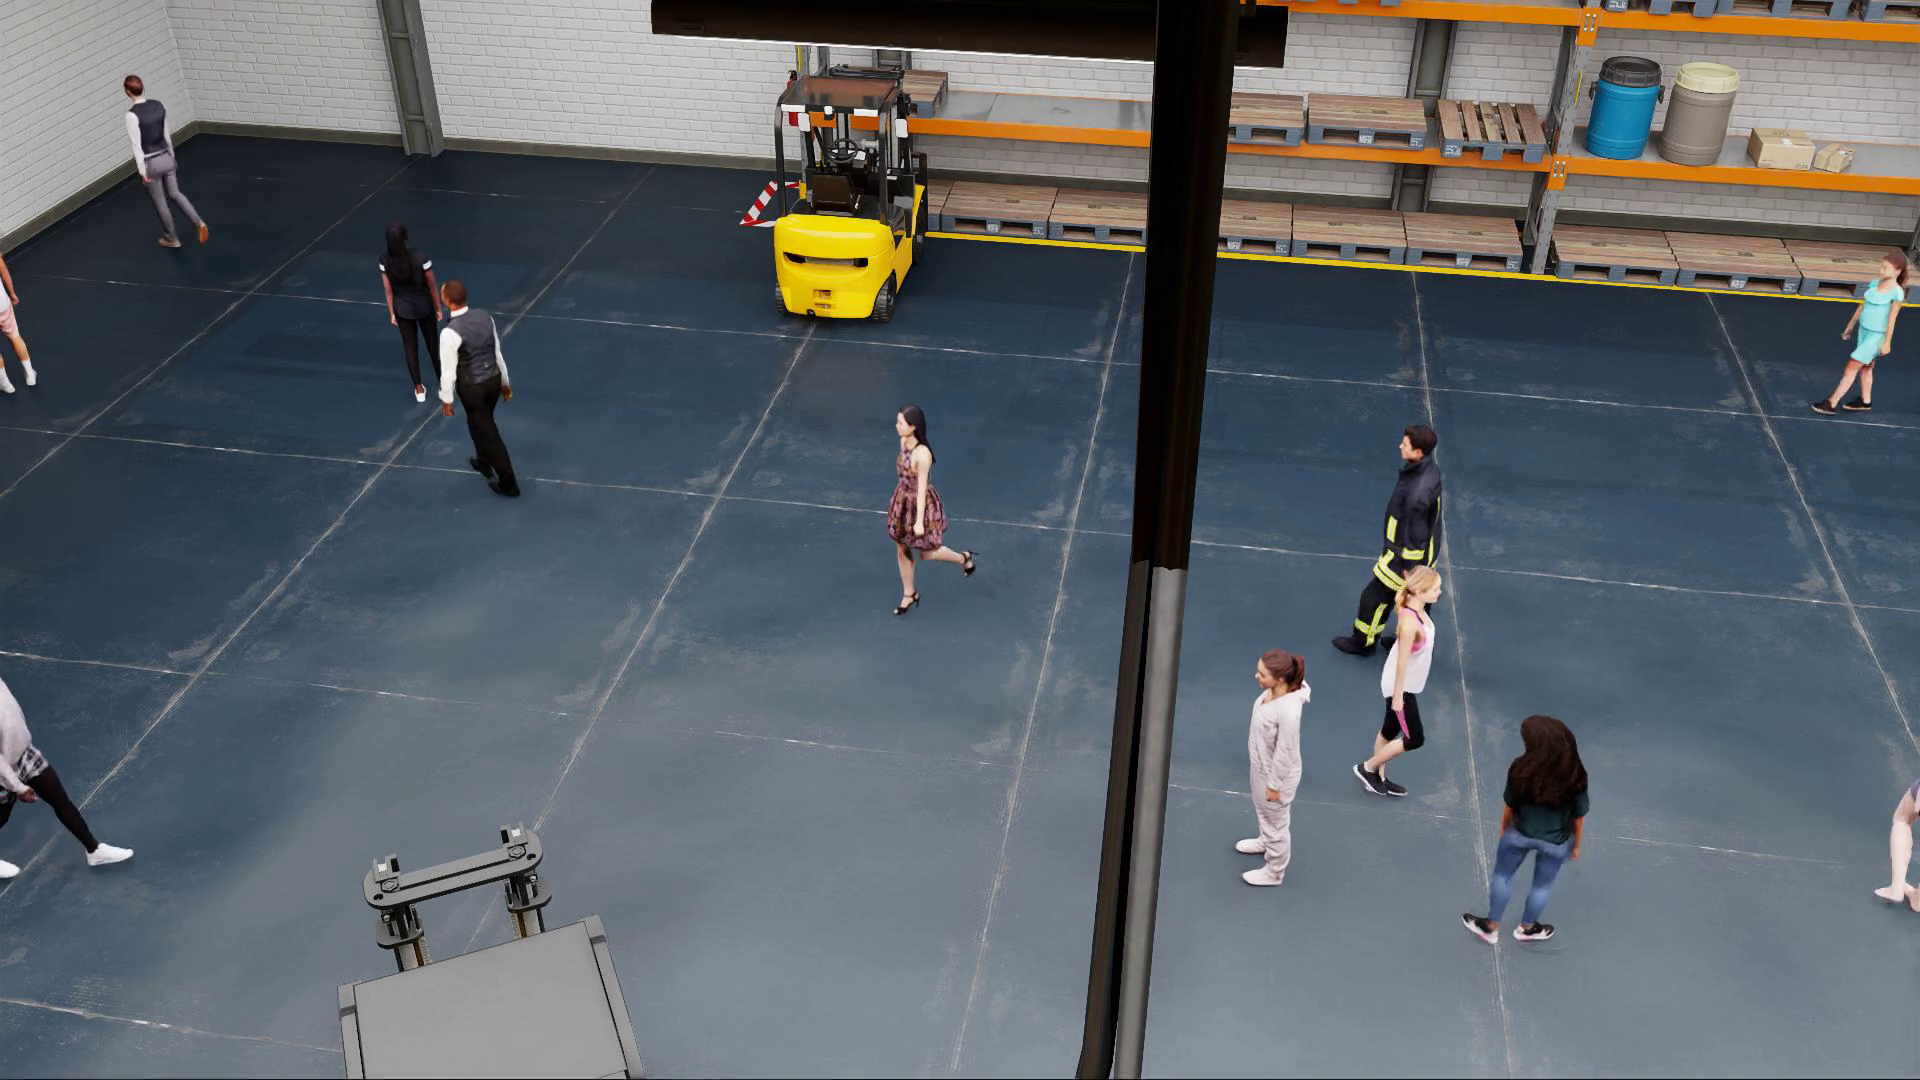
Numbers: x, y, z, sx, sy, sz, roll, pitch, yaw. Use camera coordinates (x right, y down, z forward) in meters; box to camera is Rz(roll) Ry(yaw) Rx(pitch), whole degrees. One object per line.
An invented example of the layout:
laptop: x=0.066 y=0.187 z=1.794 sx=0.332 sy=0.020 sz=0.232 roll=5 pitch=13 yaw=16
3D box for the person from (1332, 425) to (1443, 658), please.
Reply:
person: x=3.243 y=0.068 z=11.668 sx=0.959 sy=1.907 sz=0.880 roll=11 pitch=35 yaw=16

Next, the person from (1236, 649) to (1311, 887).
person: x=1.907 y=1.338 z=9.958 sx=0.630 sy=1.685 sz=0.671 roll=0 pitch=34 yaw=-1

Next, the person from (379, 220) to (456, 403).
person: x=-4.935 y=-2.075 z=15.052 sx=0.595 sy=1.730 sz=0.740 roll=-5 pitch=34 yaw=-7

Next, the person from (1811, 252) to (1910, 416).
person: x=8.224 y=-1.833 z=14.860 sx=0.923 sy=1.539 sz=0.707 roll=-3 pitch=34 yaw=-5

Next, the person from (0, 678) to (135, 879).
person: x=-5.750 y=1.369 z=9.871 sx=1.232 sy=1.729 sz=0.782 roll=-1 pitch=34 yaw=-1

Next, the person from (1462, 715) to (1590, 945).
person: x=3.341 y=1.696 z=9.496 sx=0.614 sy=1.600 sz=0.805 roll=23 pitch=40 yaw=31

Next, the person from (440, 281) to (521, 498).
person: x=-3.859 y=-1.197 z=13.585 sx=1.067 sy=1.891 sz=0.926 roll=19 pitch=38 yaw=26

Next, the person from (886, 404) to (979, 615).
person: x=-0.241 y=-0.216 z=12.231 sx=1.054 sy=1.756 sz=0.948 roll=-16 pitch=37 yaw=-22

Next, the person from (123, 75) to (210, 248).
person: x=-8.532 y=-4.025 z=17.811 sx=1.044 sy=1.923 sz=0.834 roll=15 pitch=37 yaw=22

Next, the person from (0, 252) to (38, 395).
person: x=-8.893 y=-2.195 z=15.182 sx=0.731 sy=1.785 sz=0.752 roll=-29 pitch=43 yaw=-36

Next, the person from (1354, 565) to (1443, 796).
person: x=2.705 y=0.901 z=10.526 sx=0.657 sy=1.783 sz=0.657 roll=10 pitch=35 yaw=15
